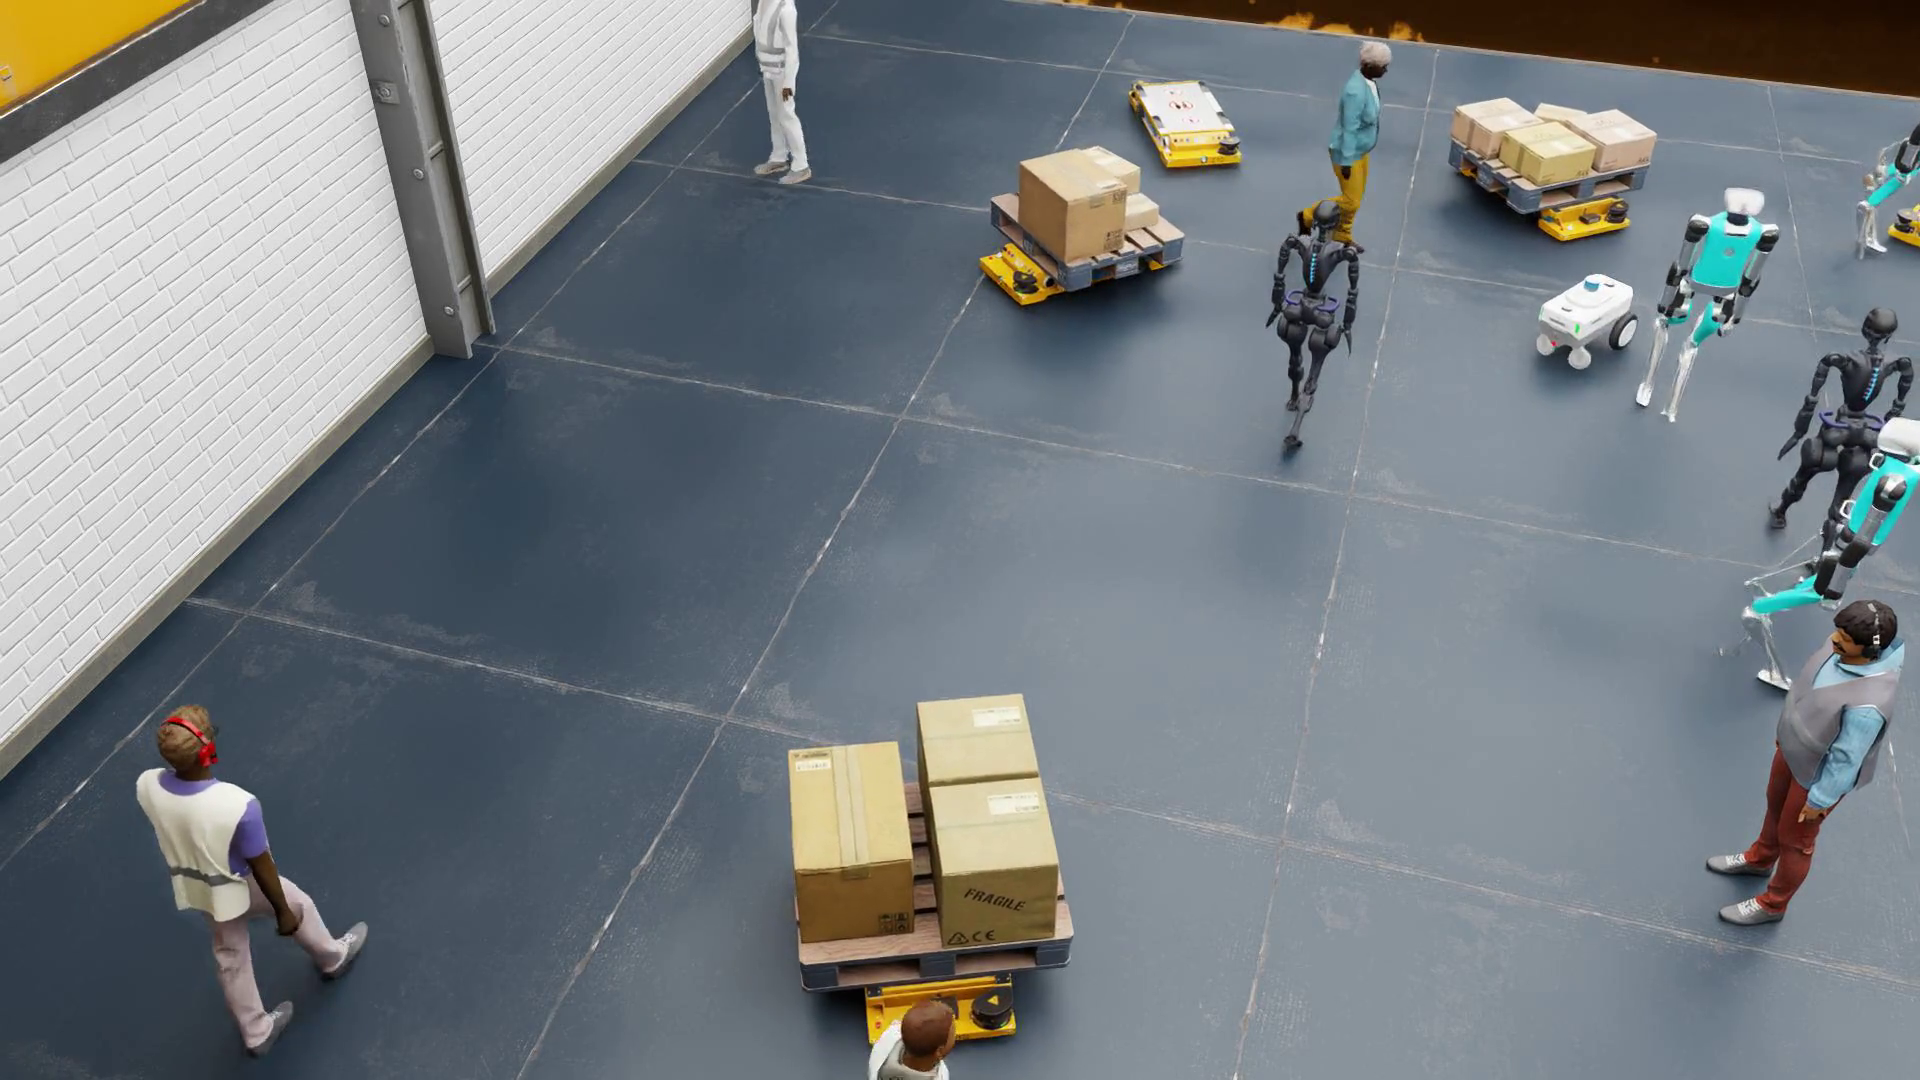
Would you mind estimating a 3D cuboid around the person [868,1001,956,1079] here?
[{"bbox_3d":[-0.139,2.244,6.031,0.520,1.753,0.570,-11,40,-13],"label":"person"}]

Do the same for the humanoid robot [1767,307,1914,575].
[{"bbox_3d":[5.099,-0.593,9.637,0.589,1.629,0.721,3,39,4],"label":"humanoid robot"}]

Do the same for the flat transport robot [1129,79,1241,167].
[{"bbox_3d":[1.956,-3.672,14.571,0.659,0.231,1.431,-5,39,-7],"label":"flat transport robot"}]

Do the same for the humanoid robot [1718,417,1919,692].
[{"bbox_3d":[4.423,0.112,8.779,0.743,1.896,0.546,24,44,26],"label":"humanoid robot"}]

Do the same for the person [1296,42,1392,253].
[{"bbox_3d":[2.879,-2.917,12.455,0.495,1.730,0.594,19,43,22],"label":"person"}]

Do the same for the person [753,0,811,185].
[{"bbox_3d":[-1.484,-3.788,13.439,0.396,1.888,0.576,-17,42,-20],"label":"person"}]

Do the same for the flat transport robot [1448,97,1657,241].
[{"bbox_3d":[4.749,-2.880,13.587,0.659,0.231,1.431,-14,41,-17],"label":"flat transport robot"}]

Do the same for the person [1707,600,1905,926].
[{"bbox_3d":[3.851,1.003,7.479,0.415,1.873,0.534,4,39,5],"label":"person"}]

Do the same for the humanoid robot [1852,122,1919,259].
[{"bbox_3d":[7.078,-2.905,12.512,0.545,1.866,0.698,-20,43,-23],"label":"humanoid robot"}]

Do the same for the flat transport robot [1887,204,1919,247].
[{"bbox_3d":[8.039,-2.289,12.852,0.659,0.231,1.431,-31,48,-32],"label":"flat transport robot"}]

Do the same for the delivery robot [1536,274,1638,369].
[{"bbox_3d":[4.435,-1.586,11.764,0.785,0.614,0.514,-28,46,-30],"label":"delivery robot"}]

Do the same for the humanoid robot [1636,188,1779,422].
[{"bbox_3d":[4.790,-1.568,10.803,0.534,1.791,0.830,9,40,11],"label":"humanoid robot"}]

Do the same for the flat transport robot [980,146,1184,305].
[{"bbox_3d":[0.932,-2.177,12.712,1.431,0.231,0.659,-18,42,-21],"label":"flat transport robot"}]

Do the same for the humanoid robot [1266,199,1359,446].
[{"bbox_3d":[2.238,-1.408,10.671,0.588,1.638,0.764,17,42,20],"label":"humanoid robot"}]

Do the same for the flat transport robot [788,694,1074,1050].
[{"bbox_3d":[-0.160,1.724,7.860,0.659,0.231,1.431,-4,39,-5],"label":"flat transport robot"}]

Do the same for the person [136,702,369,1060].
[{"bbox_3d":[-3.010,1.369,7.066,0.600,1.808,0.853,10,40,12],"label":"person"}]
